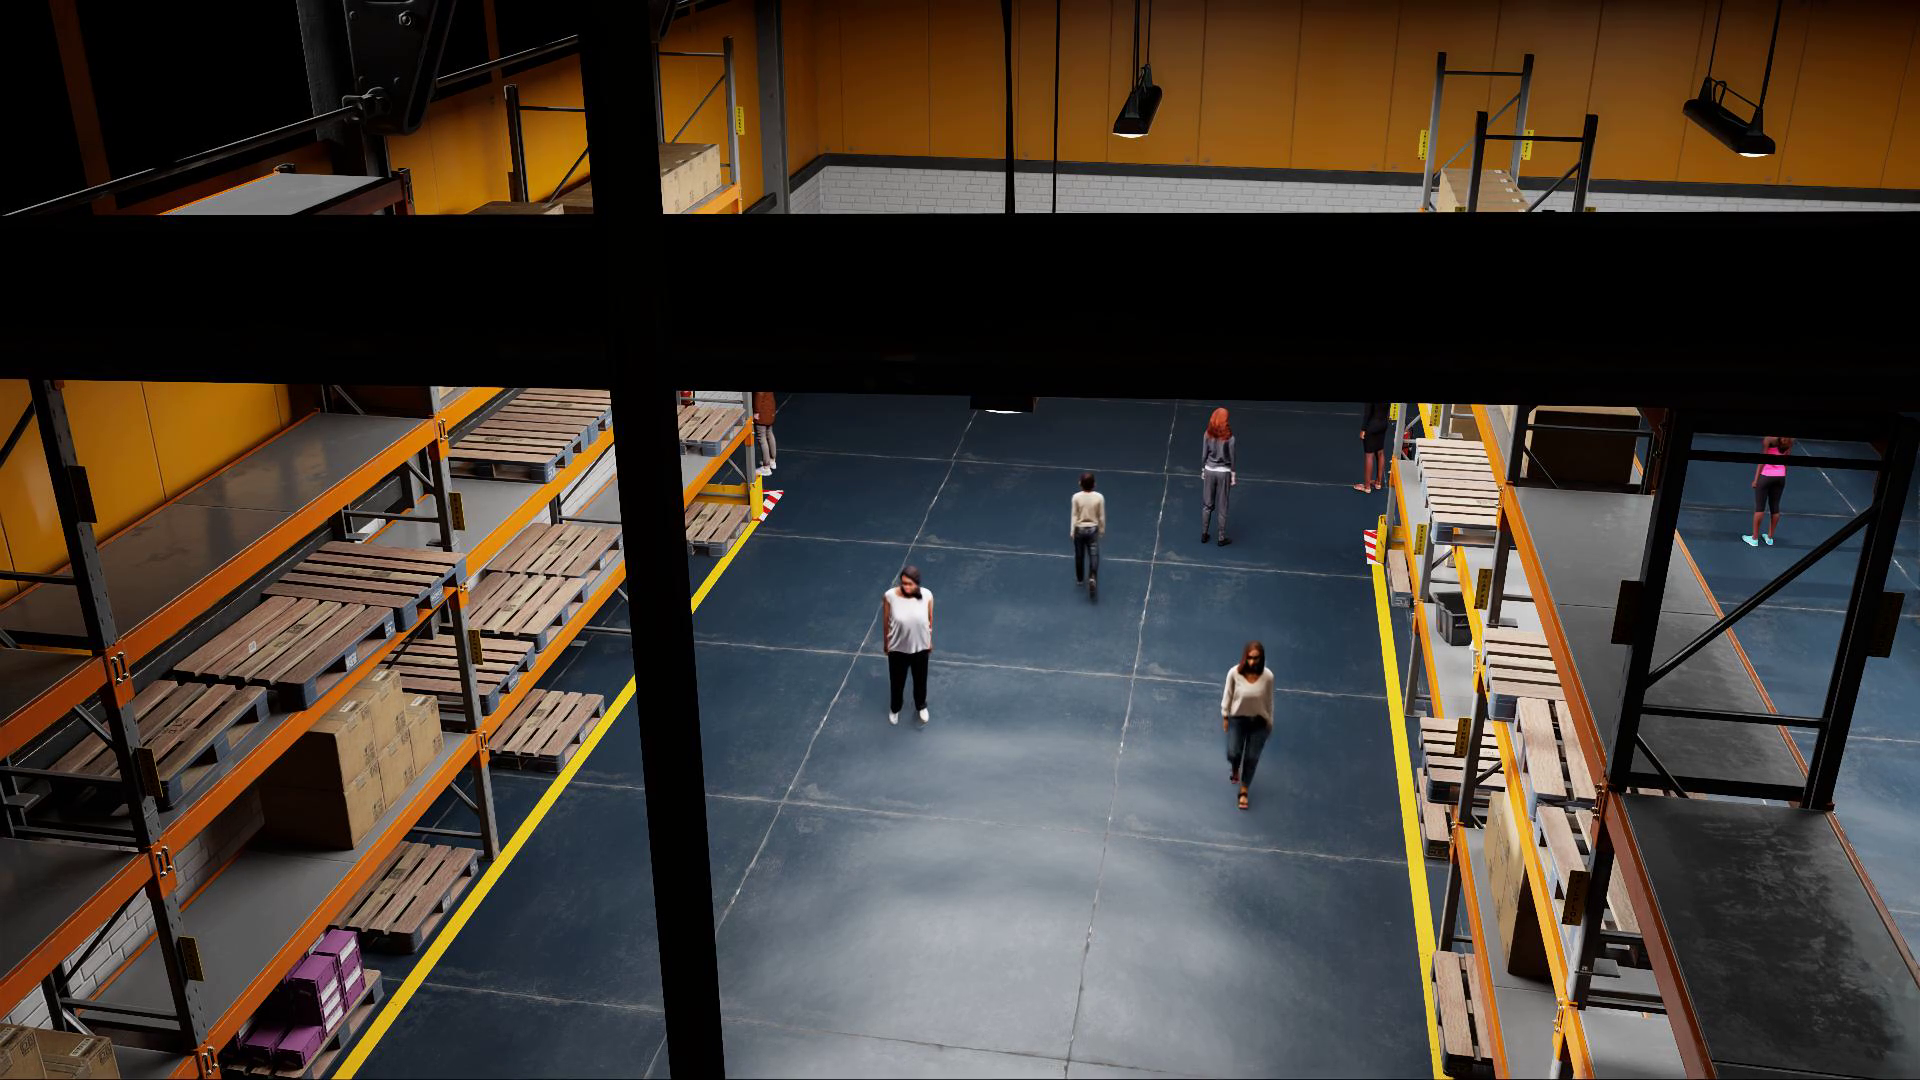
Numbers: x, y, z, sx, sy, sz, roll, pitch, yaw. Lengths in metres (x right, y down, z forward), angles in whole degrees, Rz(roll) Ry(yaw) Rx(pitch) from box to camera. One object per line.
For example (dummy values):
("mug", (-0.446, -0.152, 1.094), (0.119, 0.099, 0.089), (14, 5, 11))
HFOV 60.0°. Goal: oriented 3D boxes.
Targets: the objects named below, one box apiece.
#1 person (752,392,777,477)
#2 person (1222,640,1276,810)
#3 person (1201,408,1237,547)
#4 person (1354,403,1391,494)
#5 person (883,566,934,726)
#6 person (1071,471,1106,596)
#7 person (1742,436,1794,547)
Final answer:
("person", (-2.694, -1.795, 22.747), (0.788, 1.838, 0.651), (7, 25, 16))
("person", (2.630, 1.619, 15.147), (0.630, 1.670, 0.700), (3, 24, 8))
("person", (3.180, -0.787, 20.514), (0.650, 1.780, 0.622), (14, 27, 29))
("person", (5.534, -1.481, 22.177), (0.677, 1.720, 0.731), (-15, 28, -30))
("person", (-0.495, 1.023, 16.490), (0.724, 1.687, 0.702), (-3, 24, -6))
("person", (1.476, -0.071, 19.293), (0.648, 1.446, 0.945), (0, 24, 0))
("person", (10.004, -0.753, 20.509), (0.609, 1.722, 0.614), (-2, 24, -4))
